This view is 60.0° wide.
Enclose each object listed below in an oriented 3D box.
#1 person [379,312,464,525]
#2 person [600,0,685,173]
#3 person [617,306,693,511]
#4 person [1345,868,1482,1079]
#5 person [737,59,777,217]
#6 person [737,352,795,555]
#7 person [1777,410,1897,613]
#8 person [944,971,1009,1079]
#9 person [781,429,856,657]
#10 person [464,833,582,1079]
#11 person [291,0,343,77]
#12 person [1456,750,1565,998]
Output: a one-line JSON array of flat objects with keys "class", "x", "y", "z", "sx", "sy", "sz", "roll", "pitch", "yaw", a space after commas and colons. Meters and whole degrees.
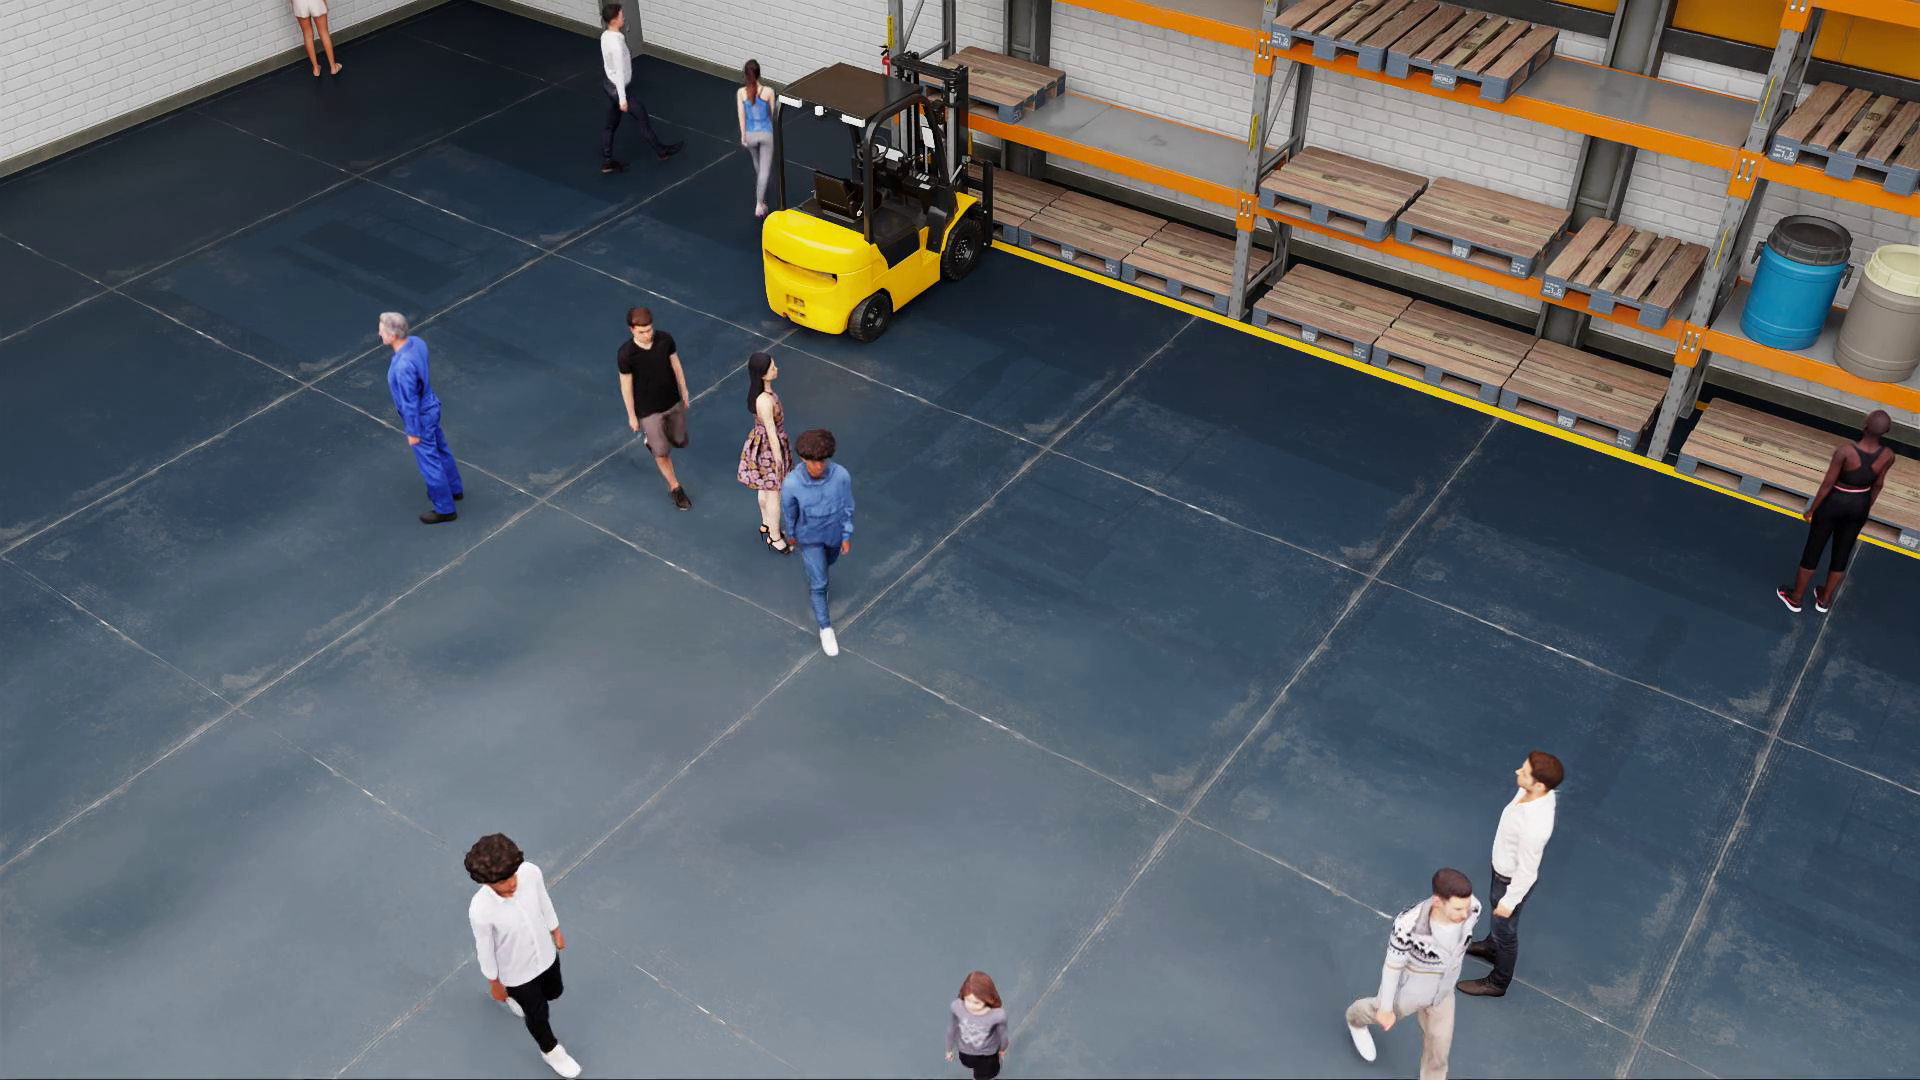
[{"class": "person", "x": -4.208, "y": -0.975, "z": 13.023, "sx": 0.814, "sy": 1.824, "sz": 0.783, "roll": -3, "pitch": 39, "yaw": -4}, {"class": "person", "x": -3.731, "y": -4.791, "z": 17.796, "sx": 1.064, "sy": 1.831, "sz": 1.191, "roll": -18, "pitch": 42, "yaw": -21}, {"class": "person", "x": -2.433, "y": -1.117, "z": 13.189, "sx": 0.899, "sy": 1.840, "sz": 1.078, "roll": -26, "pitch": 45, "yaw": -28}, {"class": "person", "x": 2.407, "y": 2.323, "z": 8.902, "sx": 1.175, "sy": 1.814, "sz": 1.314, "roll": -12, "pitch": 40, "yaw": -14}, {"class": "person", "x": -2.071, "y": -4.116, "z": 17.164, "sx": 1.094, "sy": 1.565, "sz": 0.955, "roll": 5, "pitch": 39, "yaw": 6}, {"class": "person", "x": -1.446, "y": -0.665, "z": 12.676, "sx": 0.862, "sy": 1.774, "sz": 0.789, "roll": -12, "pitch": 40, "yaw": -14}, {"class": "person", "x": 6.425, "y": -0.207, "z": 12.115, "sx": 0.619, "sy": 1.757, "sz": 0.726, "roll": 4, "pitch": 39, "yaw": 5}, {"class": "person", "x": 0.116, "y": 2.679, "z": 9.032, "sx": 0.550, "sy": 1.095, "sz": 0.608, "roll": 13, "pitch": 41, "yaw": 16}, {"class": "person", "x": -1.023, "y": -0.115, "z": 11.993, "sx": 1.051, "sy": 1.765, "sz": 1.213, "roll": -13, "pitch": 40, "yaw": -15}, {"class": "person", "x": -2.427, "y": 2.213, "z": 9.055, "sx": 0.898, "sy": 1.795, "sz": 0.637, "roll": 24, "pitch": 45, "yaw": 27}, {"class": "person", "x": -7.818, "y": -6.423, "z": 19.948, "sx": 0.667, "sy": 1.696, "sz": 0.730, "roll": -5, "pitch": 39, "yaw": -6}, {"class": "person", "x": 3.133, "y": 1.885, "z": 9.406, "sx": 0.663, "sy": 1.870, "sz": 0.724, "roll": 10, "pitch": 40, "yaw": 12}]
